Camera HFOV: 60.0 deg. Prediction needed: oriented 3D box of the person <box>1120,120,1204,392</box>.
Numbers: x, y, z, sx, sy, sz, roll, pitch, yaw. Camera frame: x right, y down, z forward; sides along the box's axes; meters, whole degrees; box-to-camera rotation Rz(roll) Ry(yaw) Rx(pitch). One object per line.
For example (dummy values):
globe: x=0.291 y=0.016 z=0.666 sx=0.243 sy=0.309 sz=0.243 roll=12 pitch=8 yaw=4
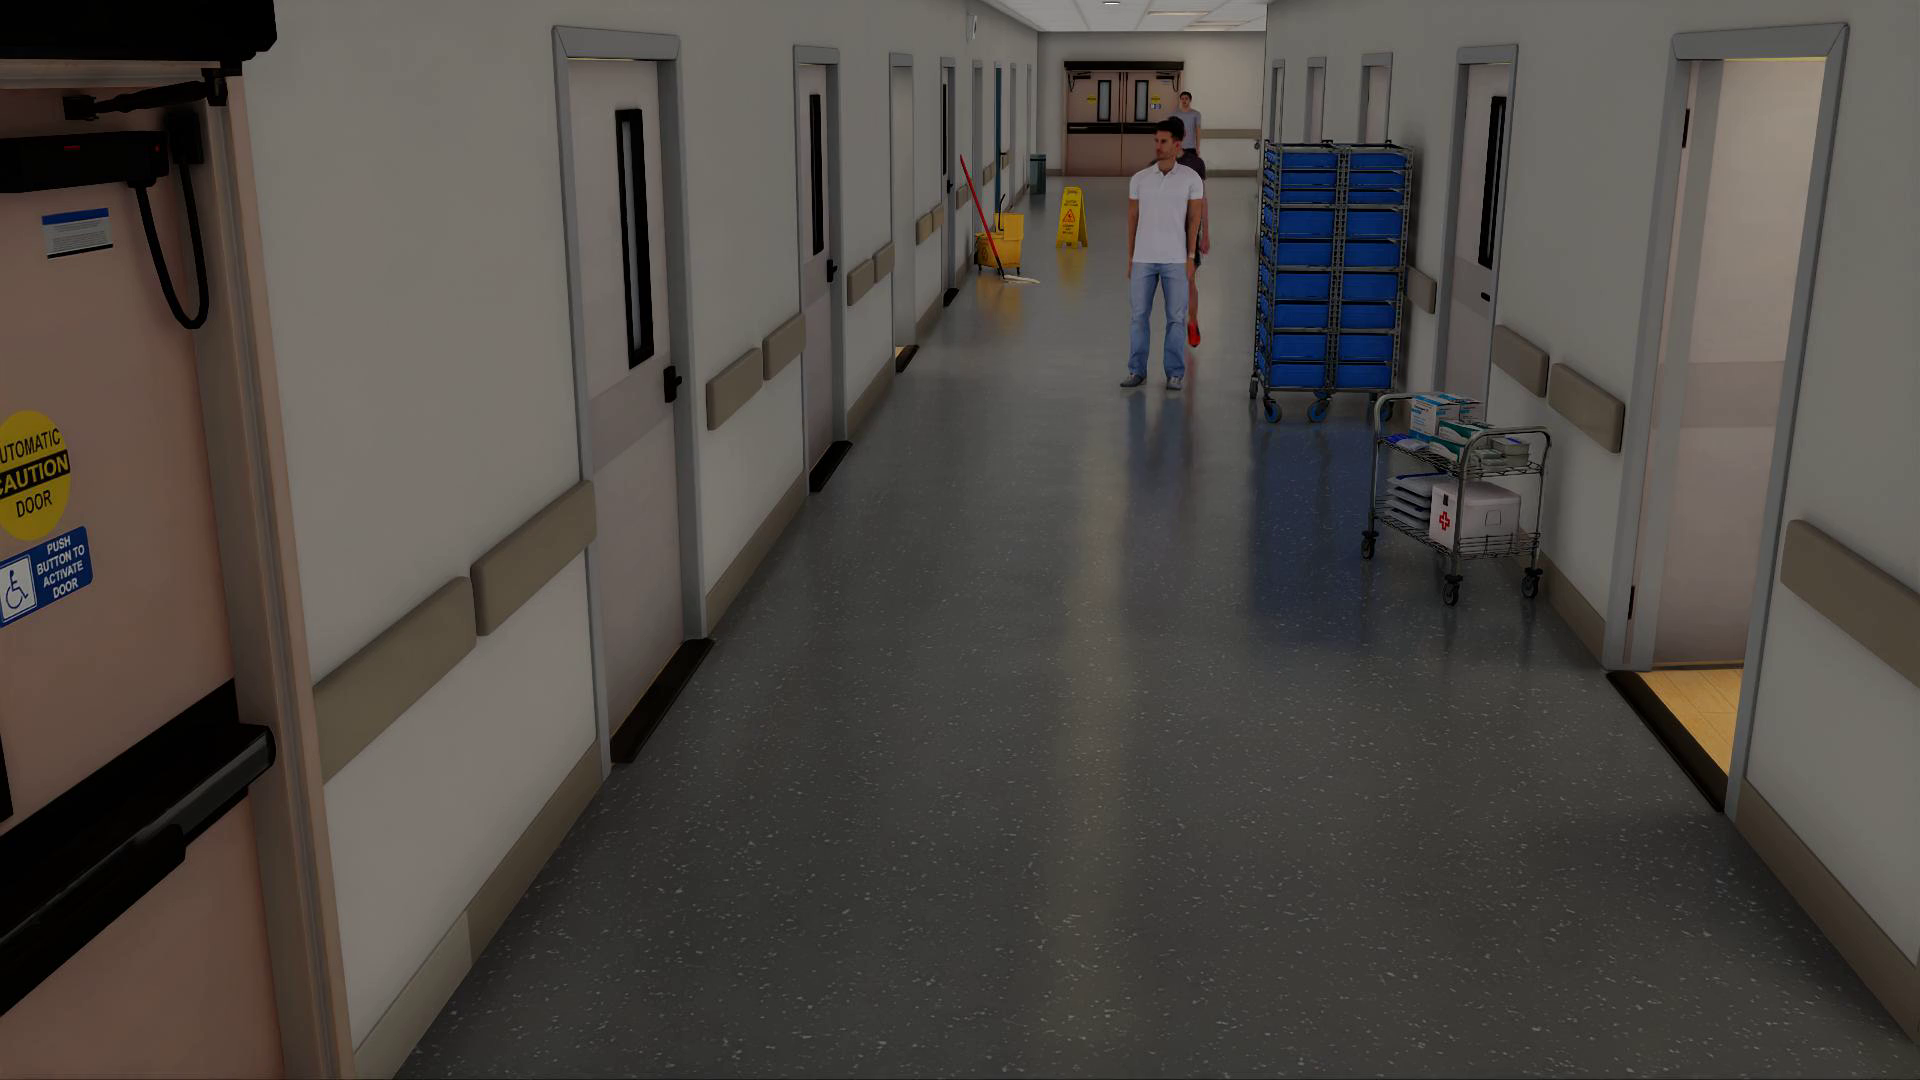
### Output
person: x=1.410 y=-1.984 z=11.643 sx=0.730 sy=1.861 sz=0.663 roll=6 pitch=17 yaw=19

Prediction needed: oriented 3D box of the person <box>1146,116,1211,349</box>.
person: x=1.748 y=-2.429 z=13.263 sx=0.765 sy=1.838 sz=0.767 roll=4 pitch=16 yaw=14

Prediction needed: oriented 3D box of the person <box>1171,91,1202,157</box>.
person: x=3.709 y=-6.440 z=27.444 sx=0.709 sy=1.863 sz=0.597 roll=4 pitch=16 yaw=14
